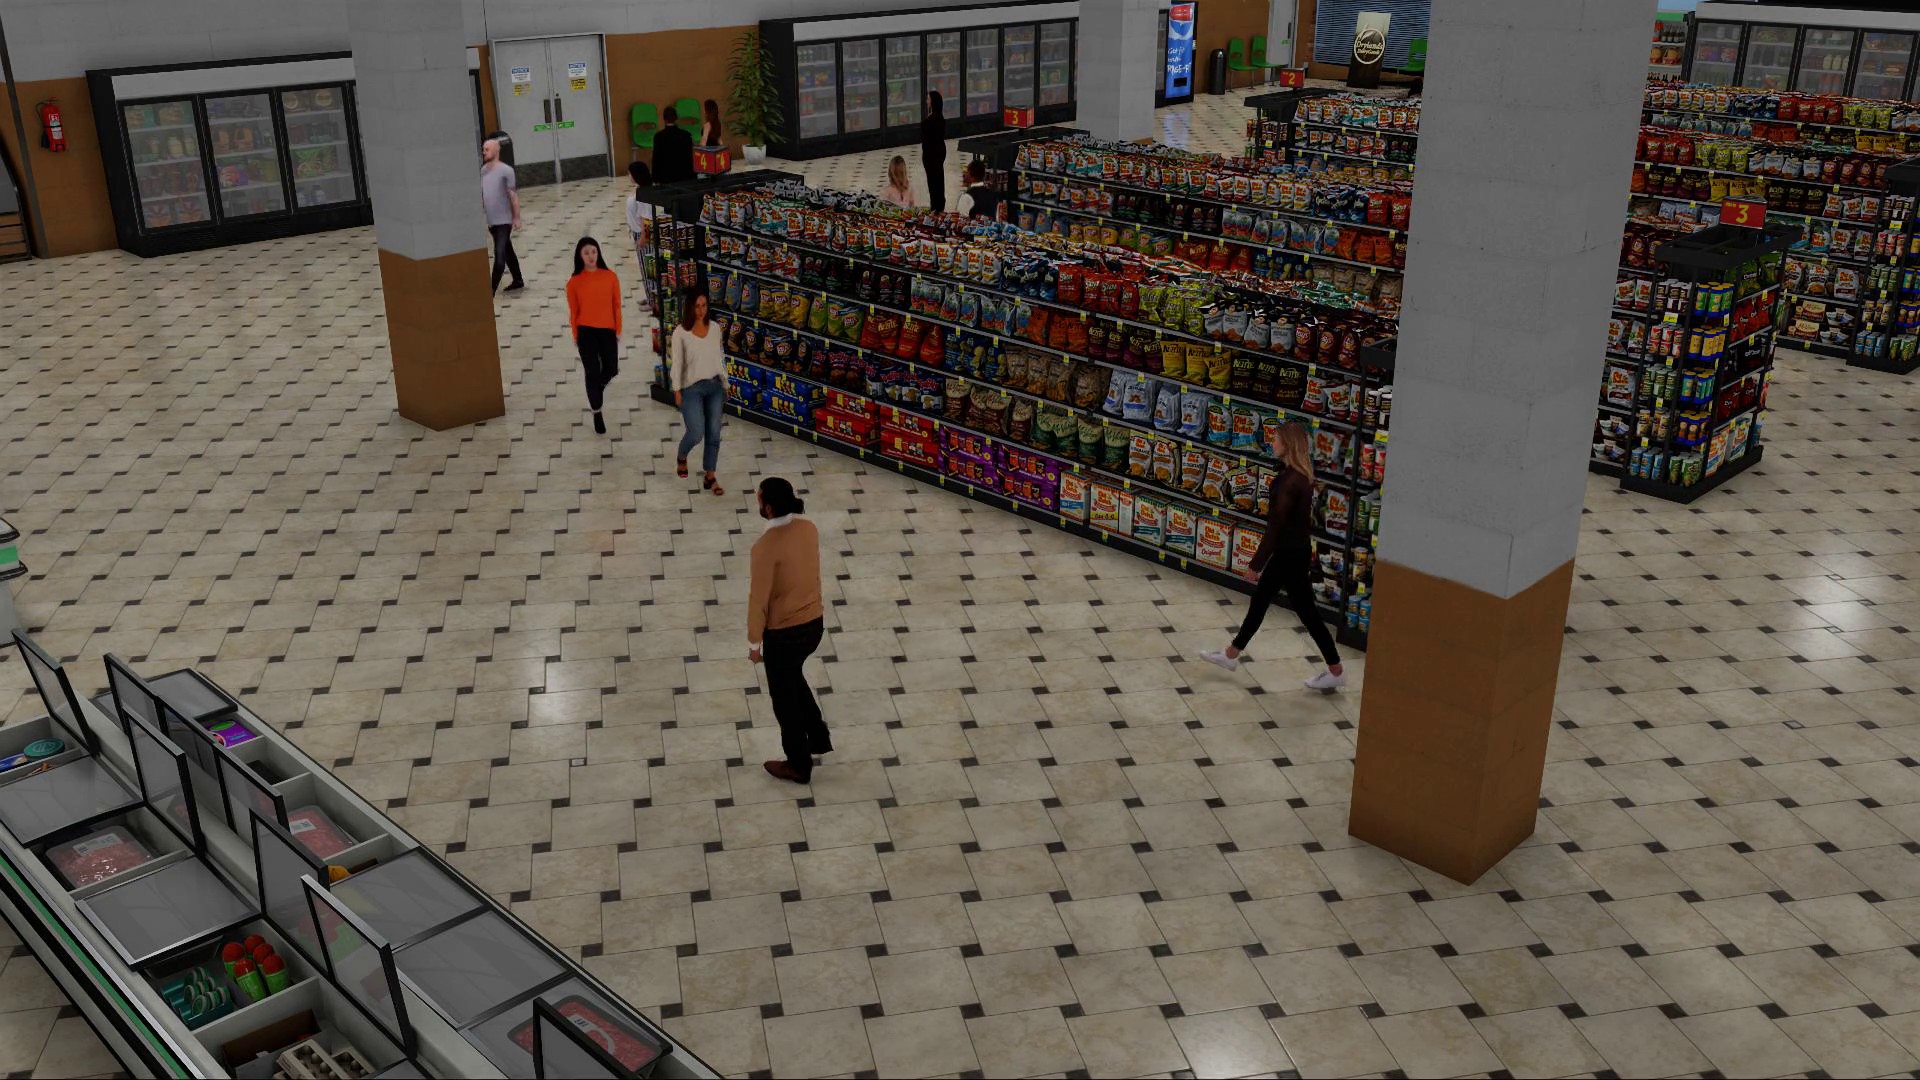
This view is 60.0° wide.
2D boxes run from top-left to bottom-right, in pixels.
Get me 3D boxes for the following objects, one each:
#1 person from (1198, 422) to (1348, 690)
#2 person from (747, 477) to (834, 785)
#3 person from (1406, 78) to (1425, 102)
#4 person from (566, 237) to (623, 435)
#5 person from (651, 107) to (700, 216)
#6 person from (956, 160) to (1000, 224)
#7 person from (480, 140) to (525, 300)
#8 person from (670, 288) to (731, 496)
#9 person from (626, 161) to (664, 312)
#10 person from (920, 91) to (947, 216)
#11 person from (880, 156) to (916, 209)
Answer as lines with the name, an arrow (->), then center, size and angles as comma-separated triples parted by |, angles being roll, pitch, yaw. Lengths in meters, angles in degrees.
person -> 2.059, 0.156, 9.923 | 1.237, 1.645, 0.988 | 7, 23, 16
person -> -0.850, 0.509, 8.917 | 0.711, 1.741, 0.730 | 13, 25, 29
person -> 7.282, -6.627, 26.855 | 0.859, 1.606, 0.755 | -4, 22, -11
person -> -3.258, -1.834, 14.759 | 0.797, 1.733, 0.953 | -10, 24, -22
person -> -3.647, -4.557, 21.380 | 1.026, 1.848, 1.353 | -10, 24, -23
person -> 0.229, -2.963, 17.357 | 0.705, 1.890, 1.228 | -20, 30, -41
person -> -5.303, -3.744, 19.424 | 1.086, 1.799, 0.854 | 14, 26, 32
person -> -2.099, -1.203, 13.270 | 0.670, 1.671, 0.755 | -17, 27, -36
person -> -3.560, -3.459, 18.869 | 0.847, 1.684, 0.756 | -4, 22, -9
person -> -0.360, -5.610, 24.122 | 0.824, 1.758, 0.721 | -5, 22, -12
person -> -0.615, -3.235, 18.177 | 0.740, 1.784, 1.069 | -14, 26, -32
